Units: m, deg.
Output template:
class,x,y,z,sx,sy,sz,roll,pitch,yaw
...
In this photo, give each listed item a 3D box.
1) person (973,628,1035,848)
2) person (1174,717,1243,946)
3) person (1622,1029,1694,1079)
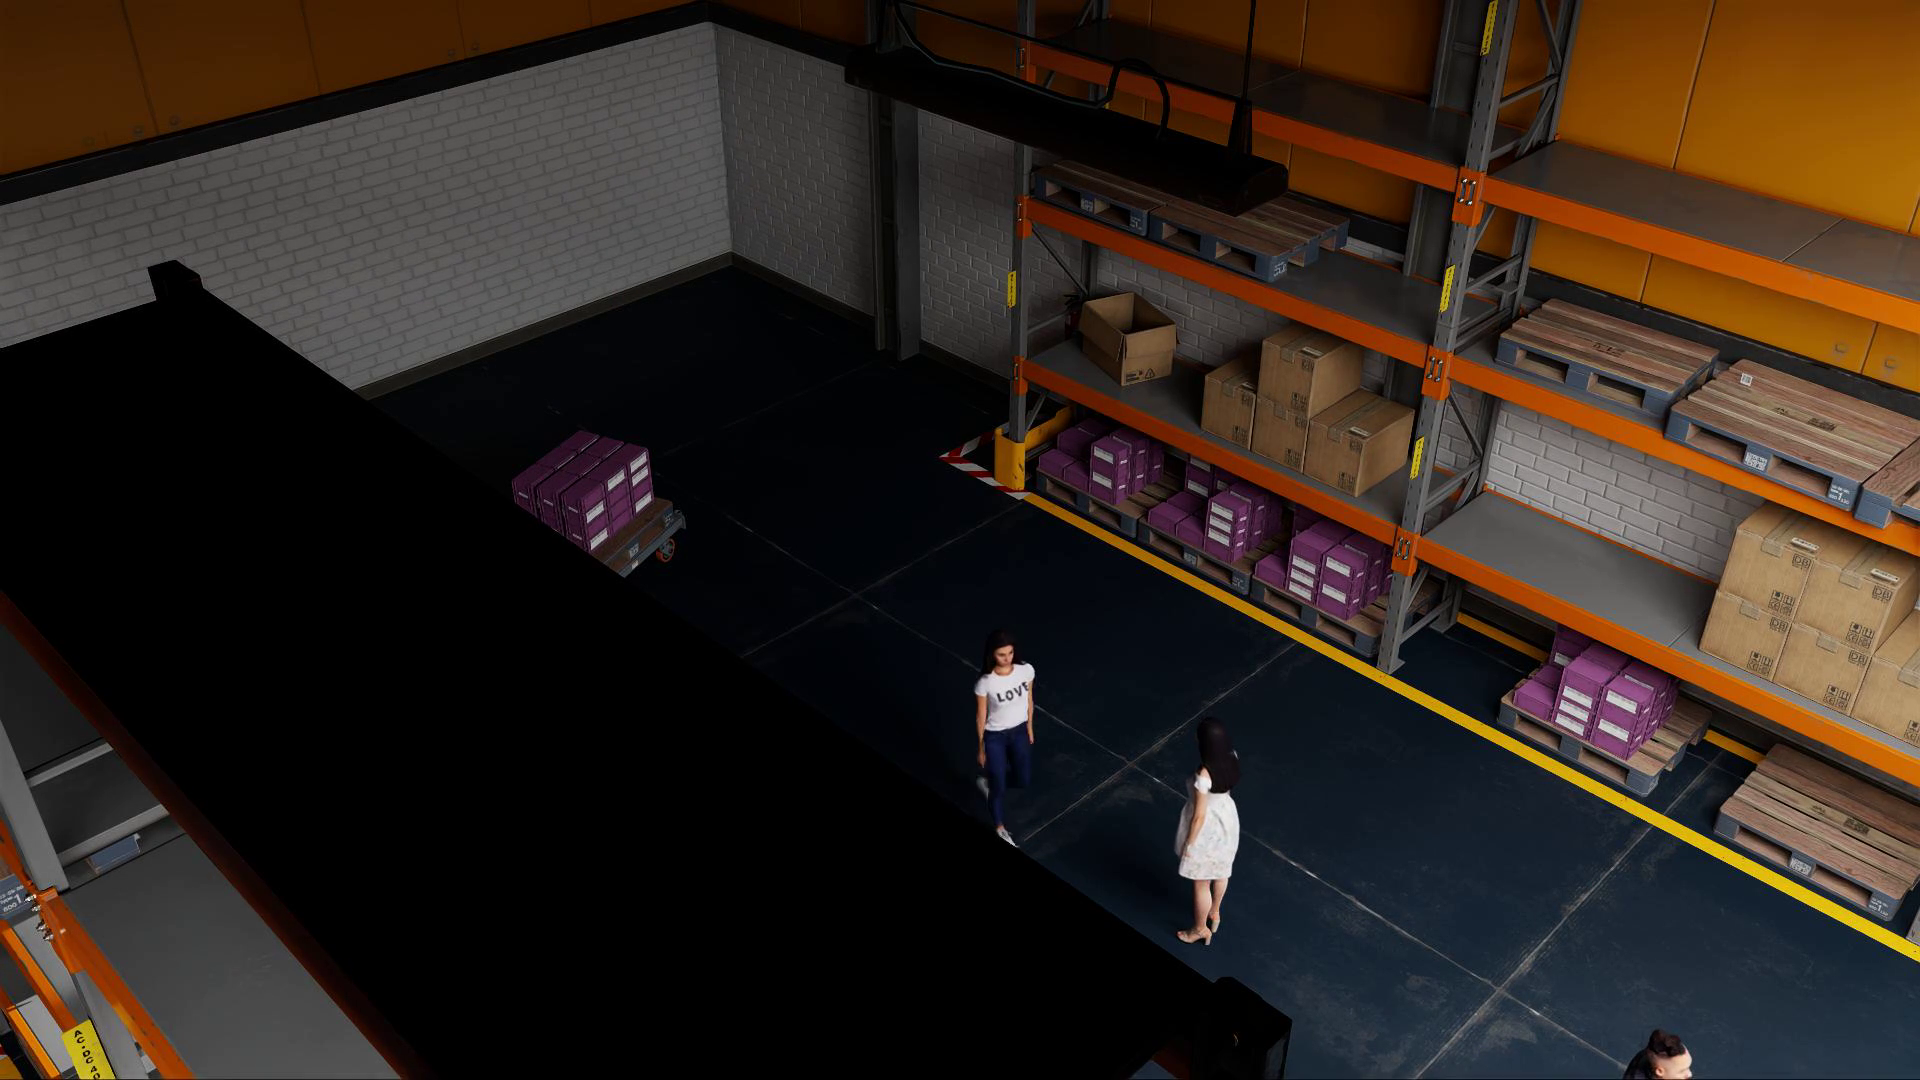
class,x,y,z,sx,sy,sz,roll,pitch,yaw
person,0.249,1.285,11.072,0.727,1.763,0.866,-17,37,-24
person,1.533,1.805,10.281,0.650,1.773,0.663,25,41,32
person,3.338,3.072,8.294,0.757,1.862,0.810,20,39,28
